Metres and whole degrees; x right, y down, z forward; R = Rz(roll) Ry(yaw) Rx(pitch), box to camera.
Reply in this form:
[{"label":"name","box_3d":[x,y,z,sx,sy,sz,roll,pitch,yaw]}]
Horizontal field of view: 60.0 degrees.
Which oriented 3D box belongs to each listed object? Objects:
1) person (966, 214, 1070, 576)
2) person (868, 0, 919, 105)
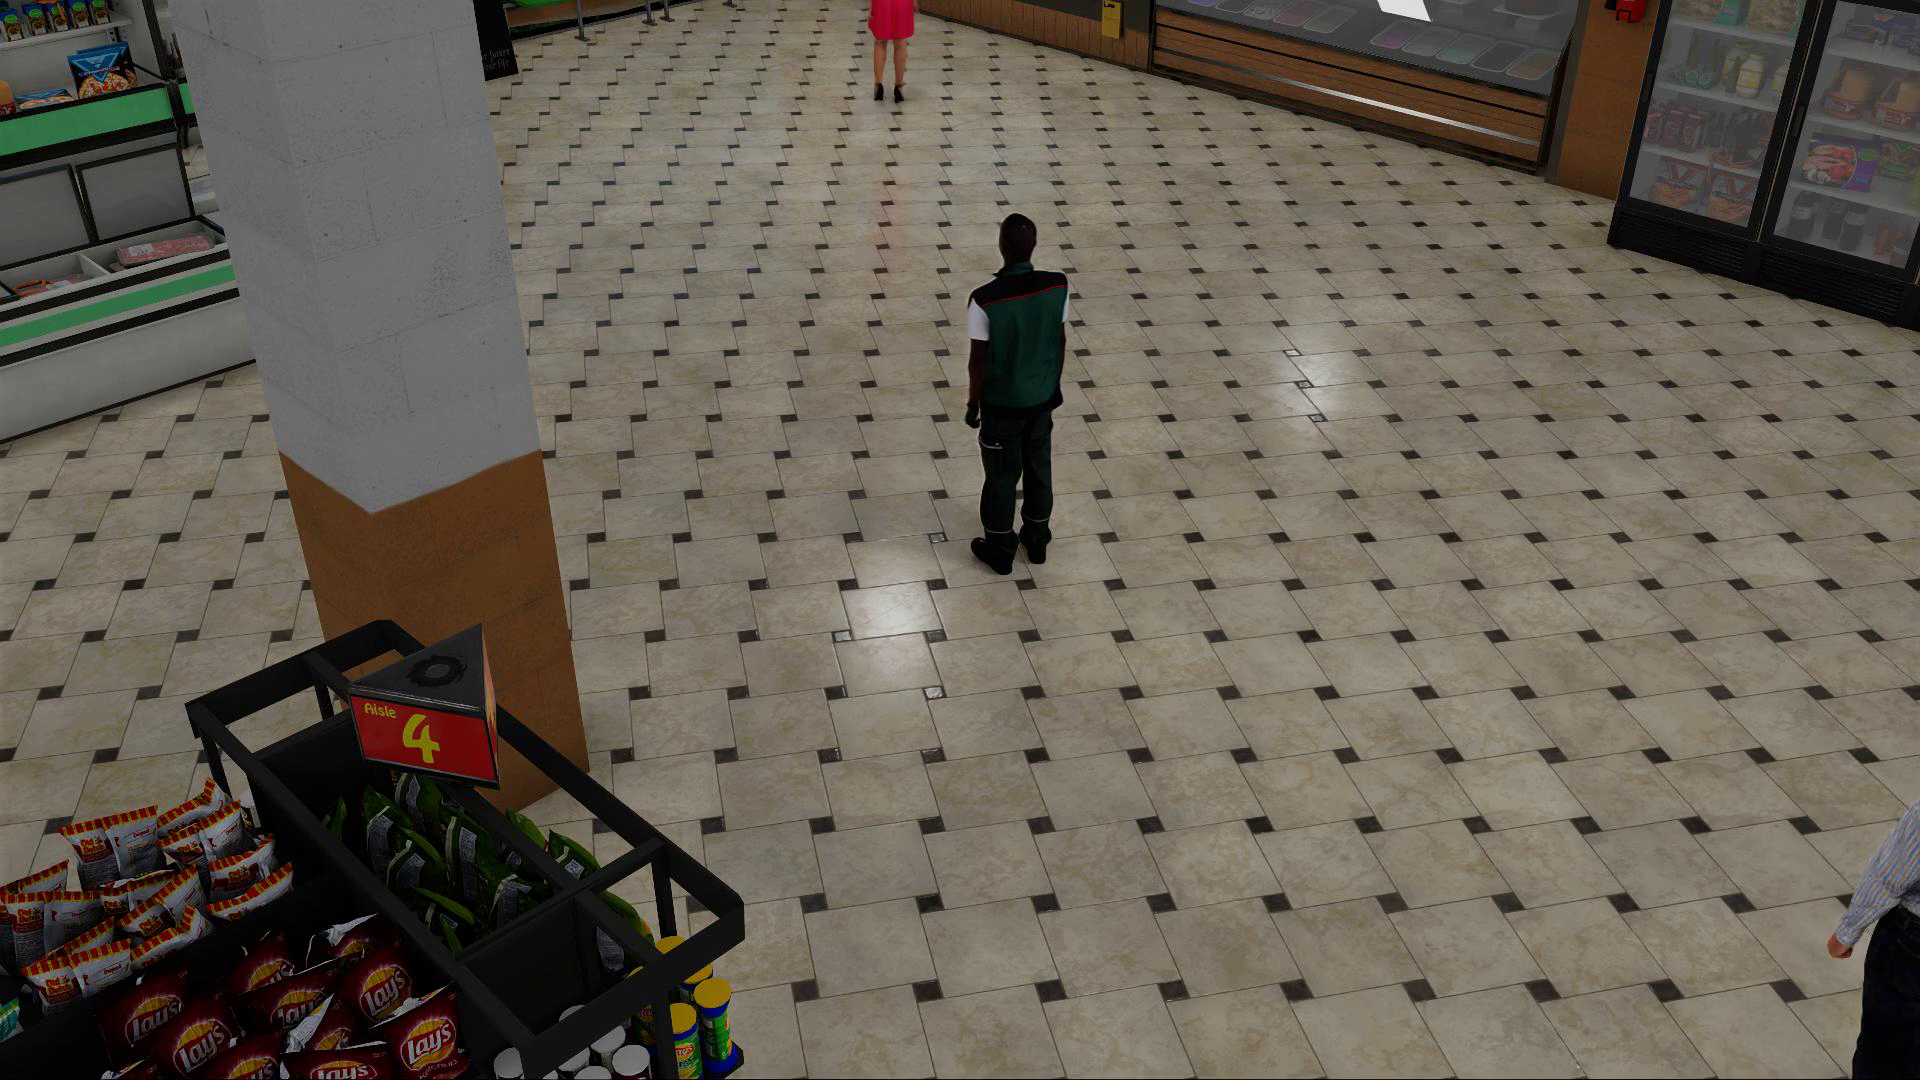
[{"label":"person","box_3d":[0.271,-0.678,7.937,0.661,1.840,0.816,-15,35,-22]},{"label":"person","box_3d":[-0.581,-4.619,14.380,0.717,1.724,0.773,1,32,2]}]
